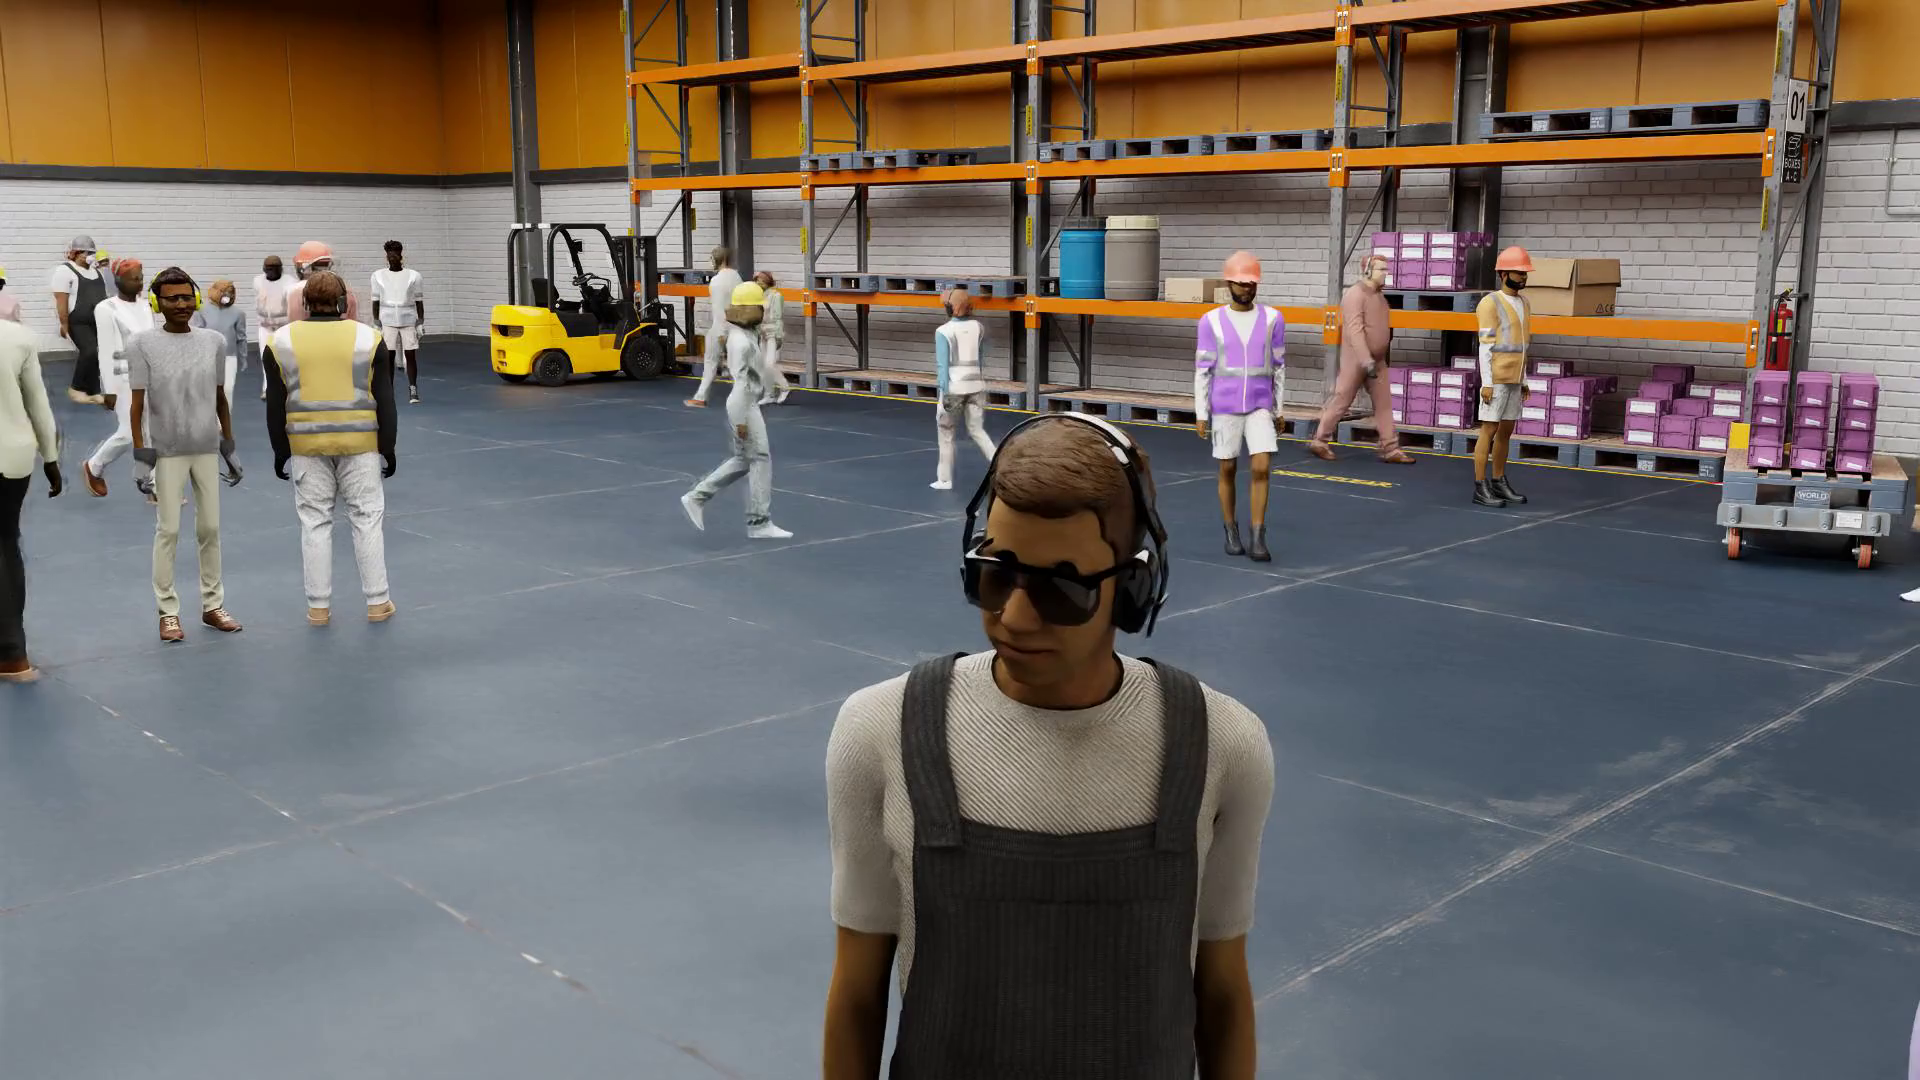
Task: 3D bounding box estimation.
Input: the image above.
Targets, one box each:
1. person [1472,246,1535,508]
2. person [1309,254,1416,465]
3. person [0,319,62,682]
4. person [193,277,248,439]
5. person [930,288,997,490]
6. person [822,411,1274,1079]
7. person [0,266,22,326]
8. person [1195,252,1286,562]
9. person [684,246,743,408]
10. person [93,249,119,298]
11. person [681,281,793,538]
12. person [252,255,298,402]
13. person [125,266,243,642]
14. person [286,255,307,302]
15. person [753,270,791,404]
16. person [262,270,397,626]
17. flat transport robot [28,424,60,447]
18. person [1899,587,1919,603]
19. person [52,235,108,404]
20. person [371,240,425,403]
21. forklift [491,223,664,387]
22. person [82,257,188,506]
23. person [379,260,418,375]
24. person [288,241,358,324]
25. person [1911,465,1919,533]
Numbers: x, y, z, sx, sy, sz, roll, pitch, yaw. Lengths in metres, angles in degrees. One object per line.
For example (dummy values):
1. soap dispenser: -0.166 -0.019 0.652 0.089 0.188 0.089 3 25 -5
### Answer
1. person: 4.093 -1.217 12.460 0.542 1.938 0.358 -8 13 -38
2. person: 3.570 -1.599 14.785 0.645 1.870 0.978 -10 14 -44
3. person: -4.528 -0.350 7.617 0.794 1.972 0.663 7 12 32
4. person: -7.455 -1.835 16.714 0.550 1.603 0.614 -7 13 -34
5. person: 0.059 -1.165 13.055 0.511 1.612 0.696 -8 13 -38
6. person: 0.097 0.767 1.907 0.505 1.842 0.348 0 10 -2
7. person: -10.136 -2.041 17.491 0.769 1.737 0.521 9 14 41
8. person: 1.753 -0.812 10.304 0.584 1.912 0.763 0 10 2
9. person: -2.793 -2.482 19.490 0.886 1.899 0.639 4 11 23
10. person: -13.192 -3.602 25.808 0.614 1.810 0.604 9 14 40
11. person: -1.497 -0.857 11.080 0.662 1.723 0.491 -2 11 -10
12. person: -8.344 -2.578 20.337 0.639 1.774 0.931 0 10 0
13. person: -3.892 -0.433 8.375 0.309 1.868 0.535 10 14 43
14. person: -6.741 -2.059 17.325 0.590 1.823 1.013 -10 14 -43
15. person: -2.264 -2.386 19.707 0.418 1.615 0.584 -8 13 -39
16. person: -3.259 -0.474 8.675 0.634 1.841 0.429 -3 11 -16
17. flat transport robot: -9.354 -1.011 15.885 1.431 0.197 0.652 5 12 28
18. person: 5.712 -0.580 9.209 0.966 1.866 0.603 -4 11 -21
19. person: -10.386 -2.617 19.814 0.536 2.000 0.711 3 11 14
20. person: -6.778 -2.630 20.086 0.609 1.964 0.367 -2 11 -13
21. forklift: -5.316 -3.263 22.920 2.313 2.155 1.214 -10 14 -44
22. person: -6.214 -1.170 12.412 0.770 1.864 0.587 3 11 16
23. person: -8.165 -3.305 24.264 0.600 1.799 0.910 -2 11 -12
24. person: -5.094 -1.384 13.272 0.433 1.979 0.614 5 11 24
25. person: 6.754 -1.038 11.198 0.614 2.041 0.389 -6 12 -31
